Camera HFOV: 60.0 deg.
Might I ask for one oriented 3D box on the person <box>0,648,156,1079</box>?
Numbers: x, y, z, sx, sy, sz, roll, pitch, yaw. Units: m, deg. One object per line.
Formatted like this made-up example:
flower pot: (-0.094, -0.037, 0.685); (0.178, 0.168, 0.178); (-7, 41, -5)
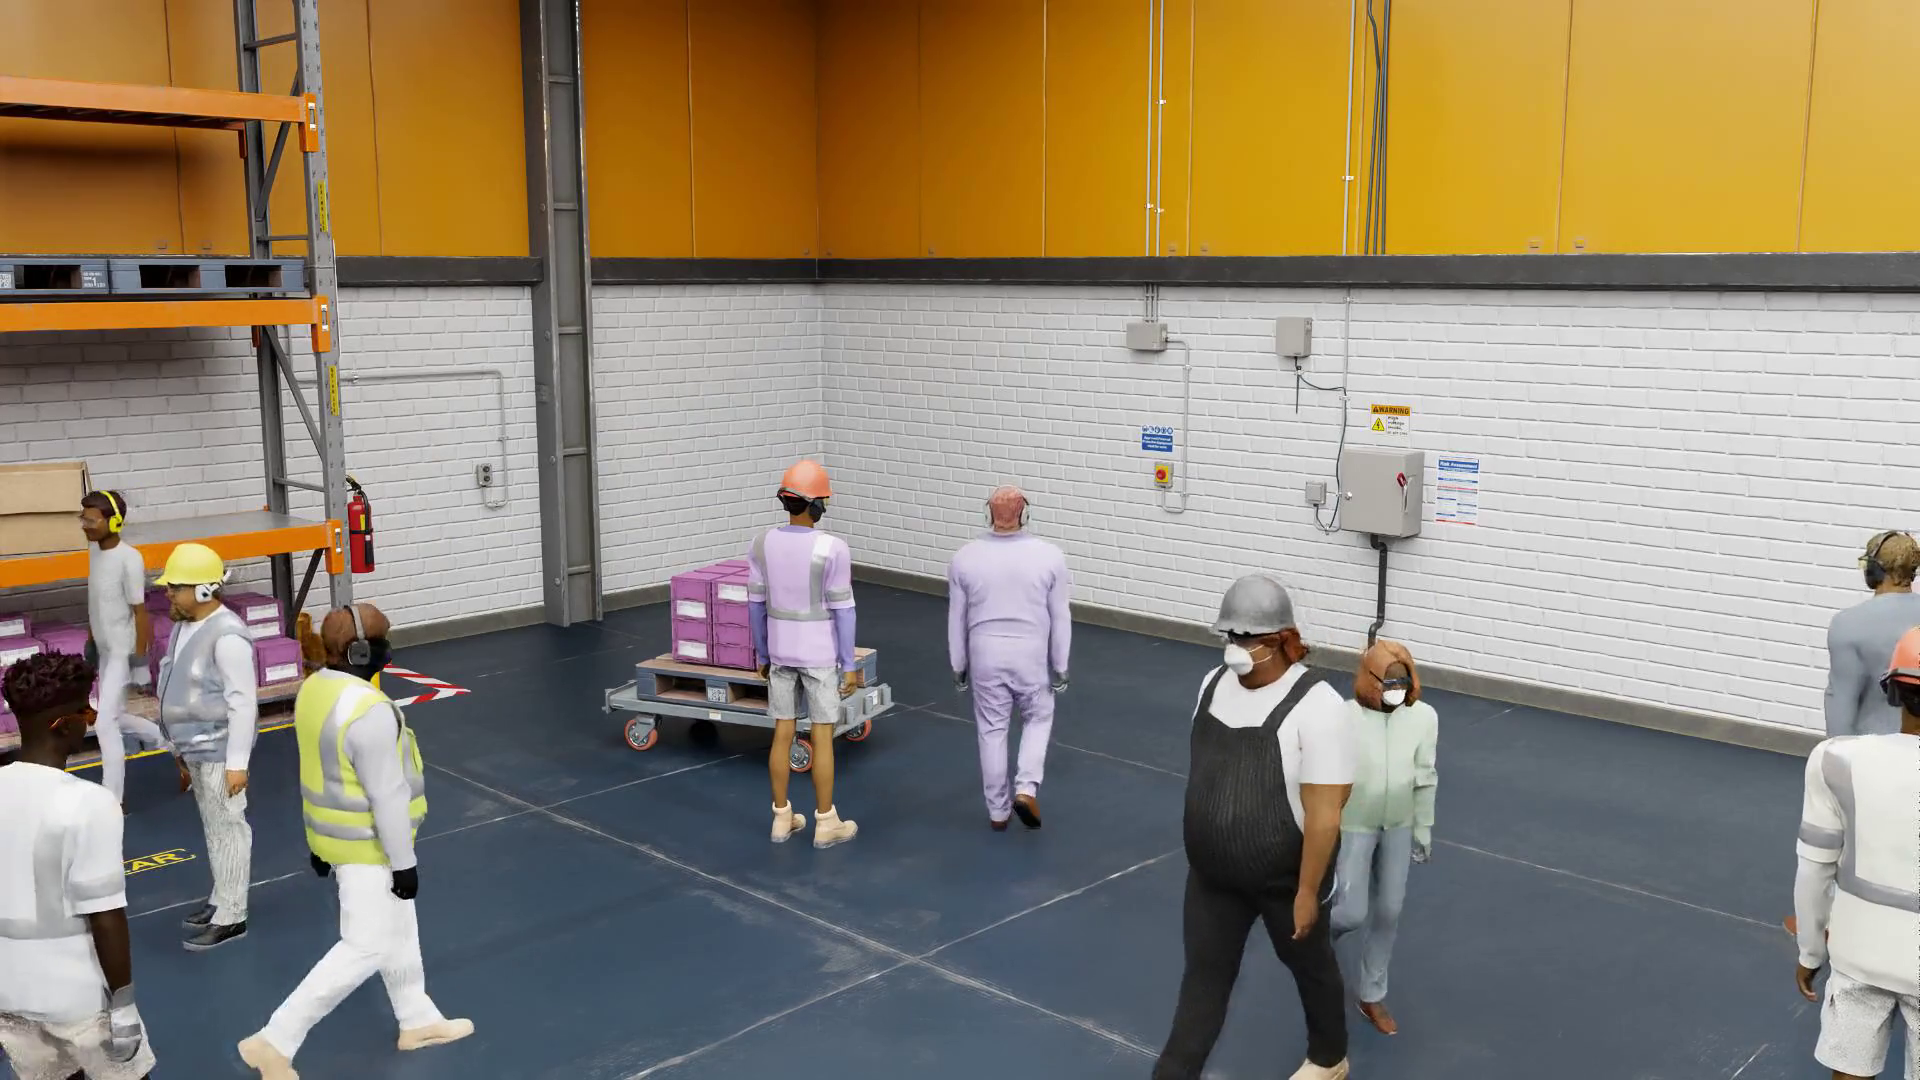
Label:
person: (-2.657, 1.286, 4.827); (0.645, 1.946, 0.515); (3, 10, 19)

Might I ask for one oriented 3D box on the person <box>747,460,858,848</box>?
person: (-0.806, 0.598, 8.750); (0.614, 2.043, 0.373); (4, 10, 25)

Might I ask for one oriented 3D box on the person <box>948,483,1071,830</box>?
person: (0.265, 0.639, 8.936); (0.667, 1.895, 0.426); (1, 9, 8)

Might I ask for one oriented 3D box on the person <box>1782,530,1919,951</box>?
person: (3.980, 0.900, 7.255); (0.627, 1.916, 0.739); (-1, 9, -5)

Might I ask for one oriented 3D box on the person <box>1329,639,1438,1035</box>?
person: (1.632, 1.158, 6.655); (0.506, 1.611, 0.470); (-2, 9, -13)

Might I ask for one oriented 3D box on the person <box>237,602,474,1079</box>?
person: (-2.275, 1.133, 6.189); (0.846, 1.820, 0.627); (-7, 11, -36)

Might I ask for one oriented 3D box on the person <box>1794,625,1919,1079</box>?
person: (2.766, 1.232, 4.861); (0.609, 2.043, 0.397); (9, 13, 43)

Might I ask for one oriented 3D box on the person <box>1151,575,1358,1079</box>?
person: (1.049, 1.071, 5.856); (1.041, 2.000, 0.692); (-8, 12, -39)

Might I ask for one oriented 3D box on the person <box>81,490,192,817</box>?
person: (-4.625, 0.622, 9.219); (0.530, 1.847, 0.730); (9, 13, 44)

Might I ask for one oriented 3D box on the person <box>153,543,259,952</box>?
person: (-3.379, 0.911, 7.495); (0.403, 1.831, 0.600); (-9, 13, -42)
